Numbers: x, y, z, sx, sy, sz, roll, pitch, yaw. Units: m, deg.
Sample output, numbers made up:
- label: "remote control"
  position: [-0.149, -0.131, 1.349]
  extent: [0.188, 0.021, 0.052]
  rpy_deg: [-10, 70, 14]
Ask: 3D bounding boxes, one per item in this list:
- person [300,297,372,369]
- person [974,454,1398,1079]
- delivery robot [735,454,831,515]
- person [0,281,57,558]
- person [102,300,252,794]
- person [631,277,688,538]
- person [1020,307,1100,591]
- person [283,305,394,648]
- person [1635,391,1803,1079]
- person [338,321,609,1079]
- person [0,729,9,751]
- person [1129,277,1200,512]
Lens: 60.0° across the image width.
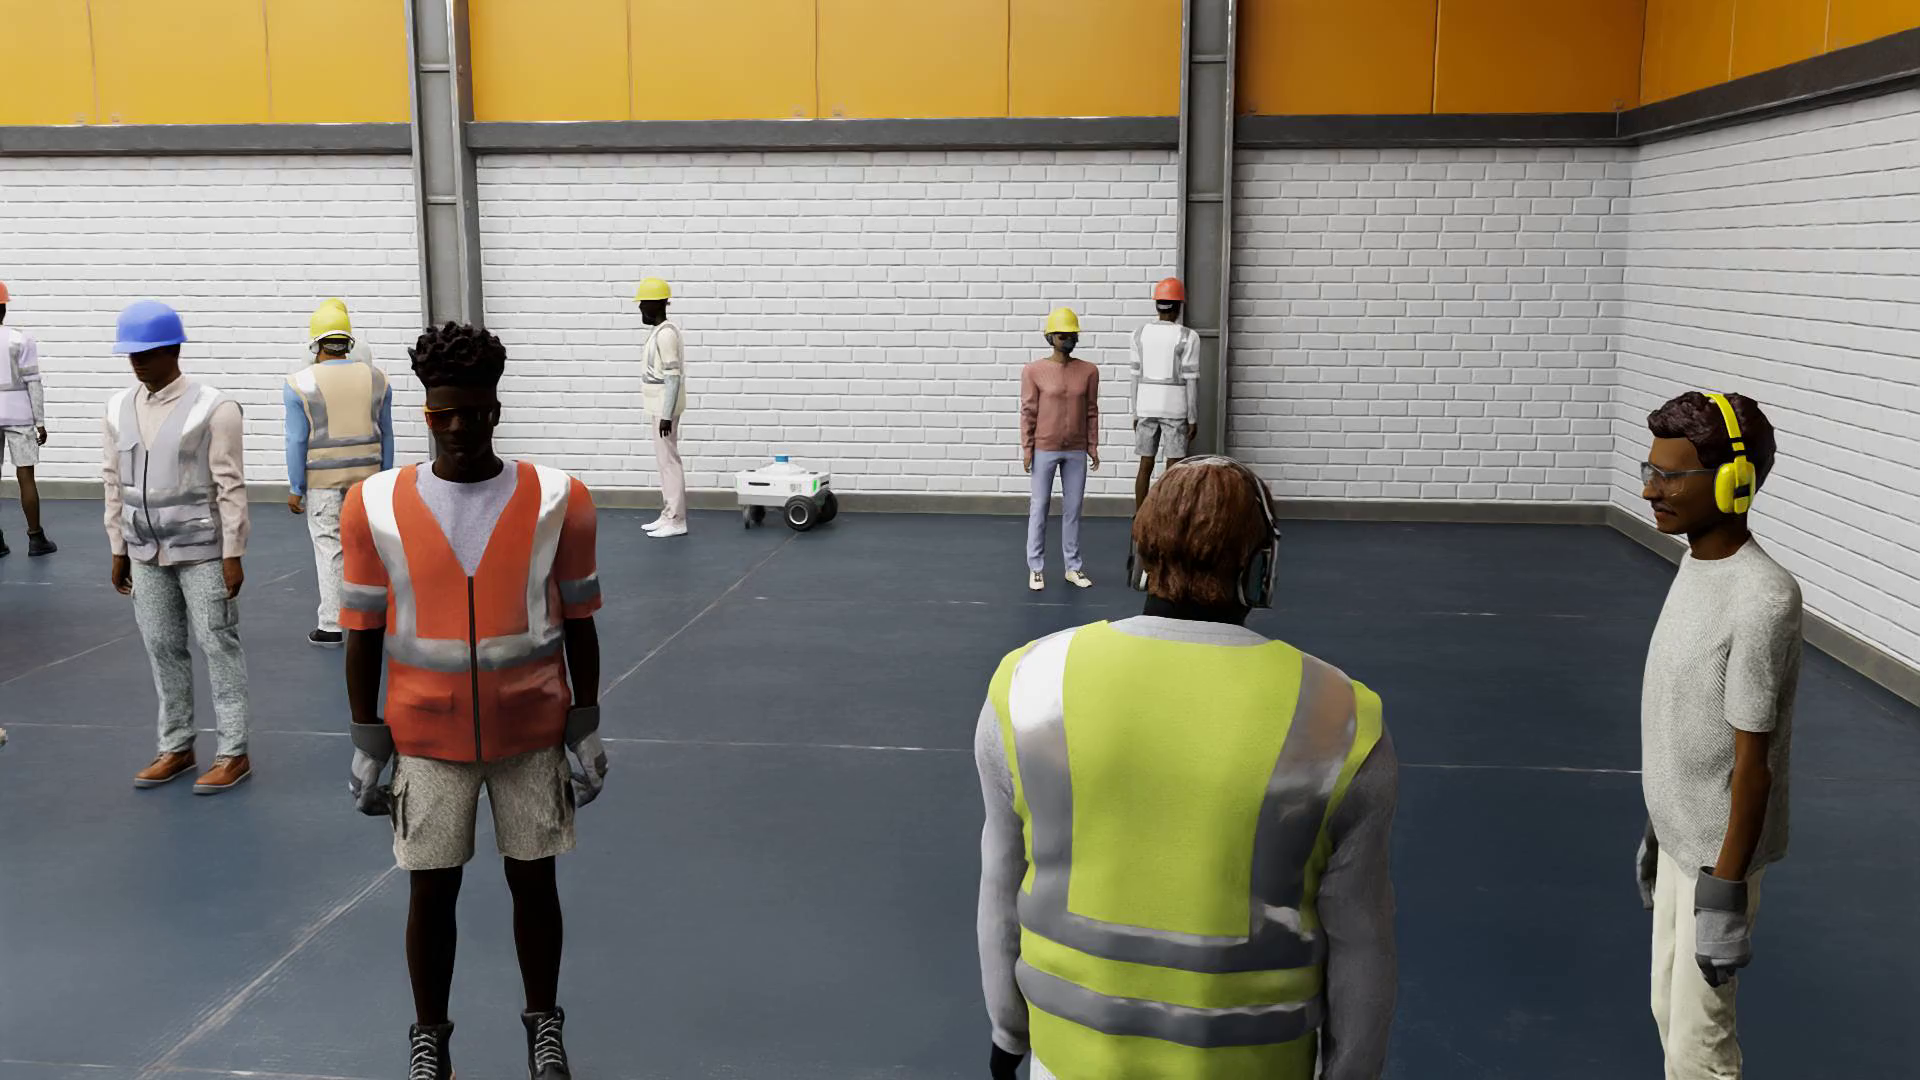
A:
- label: "person"
  position: [-4.751, -0.968, 12.749]
  extent: [0.533, 1.765, 0.329]
  rpy_deg: [-4, 11, -19]
- label: "person"
  position: [0.337, 0.781, 2.558]
  extent: [0.638, 1.830, 0.429]
  rpy_deg: [3, 10, 16]
- label: "delivery robot"
  position: [-1.366, -0.419, 12.795]
  extent: [0.707, 0.478, 0.477]
  rpy_deg: [3, 10, 17]
- label: "person"
  position: [-6.611, -0.839, 11.497]
  extent: [0.543, 1.942, 0.353]
  rpy_deg: [-2, 10, -13]
- label: "person"
  position: [-3.076, 0.033, 6.536]
  extent: [0.614, 1.938, 0.416]
  rpy_deg: [2, 10, 12]
- label: "person"
  position: [-2.225, -0.982, 12.355]
  extent: [0.374, 1.925, 0.595]
  rpy_deg: [-3, 10, -16]
- label: "person"
  position: [0.631, -0.568, 10.440]
  extent: [0.529, 1.772, 0.304]
  rpy_deg: [-3, 10, -17]
- label: "person"
  position: [-3.334, -0.338, 8.941]
  extent: [0.403, 1.833, 0.591]
  rpy_deg: [10, 14, 44]
- label: "person"
  position: [1.461, 0.632, 3.324]
  extent: [0.333, 1.860, 0.510]
  rpy_deg: [2, 10, 10]
- label: "person"
  position: [-1.164, 0.456, 4.019]
  extent: [0.613, 1.962, 0.367]
  rpy_deg: [-3, 10, -15]
- label: "person"
  position: [-4.287, 0.123, 6.451]
  extent: [0.652, 1.777, 0.944]
  rpy_deg: [5, 11, 25]
- label: "person"
  position: [1.496, -0.941, 12.137]
  extent: [0.541, 1.929, 0.397]
  rpy_deg: [5, 11, 28]
